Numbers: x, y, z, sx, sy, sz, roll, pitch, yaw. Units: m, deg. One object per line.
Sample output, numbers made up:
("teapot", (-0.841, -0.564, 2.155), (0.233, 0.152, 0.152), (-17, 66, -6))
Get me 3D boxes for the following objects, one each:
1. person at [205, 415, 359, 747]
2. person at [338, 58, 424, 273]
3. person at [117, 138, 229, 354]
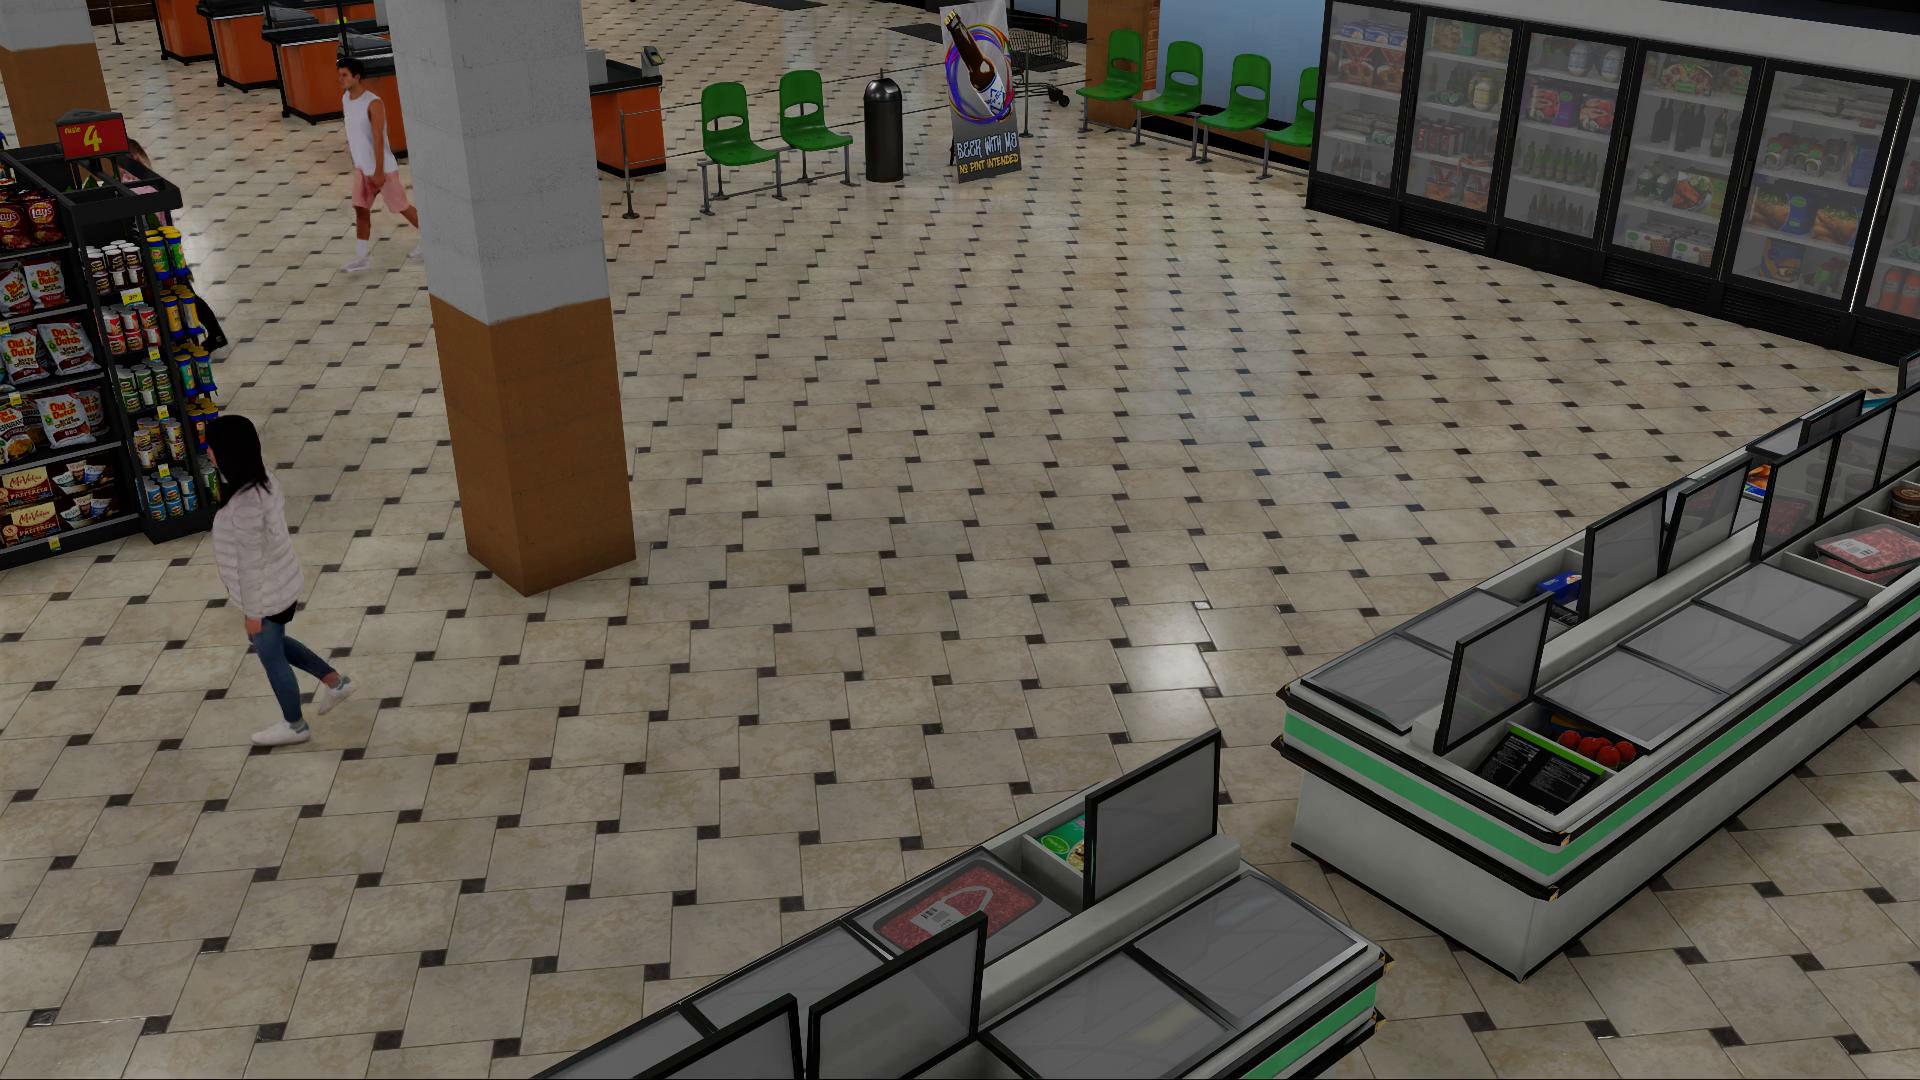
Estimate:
("person", (-3.028, 0.201, 7.457), (0.850, 1.628, 0.774), (-6, 28, -12))
("person", (-4.801, -3.131, 13.906), (0.836, 1.737, 1.240), (19, 32, 32))
("person", (-5.631, -2.024, 11.838), (0.814, 1.633, 1.189), (18, 32, 32))
